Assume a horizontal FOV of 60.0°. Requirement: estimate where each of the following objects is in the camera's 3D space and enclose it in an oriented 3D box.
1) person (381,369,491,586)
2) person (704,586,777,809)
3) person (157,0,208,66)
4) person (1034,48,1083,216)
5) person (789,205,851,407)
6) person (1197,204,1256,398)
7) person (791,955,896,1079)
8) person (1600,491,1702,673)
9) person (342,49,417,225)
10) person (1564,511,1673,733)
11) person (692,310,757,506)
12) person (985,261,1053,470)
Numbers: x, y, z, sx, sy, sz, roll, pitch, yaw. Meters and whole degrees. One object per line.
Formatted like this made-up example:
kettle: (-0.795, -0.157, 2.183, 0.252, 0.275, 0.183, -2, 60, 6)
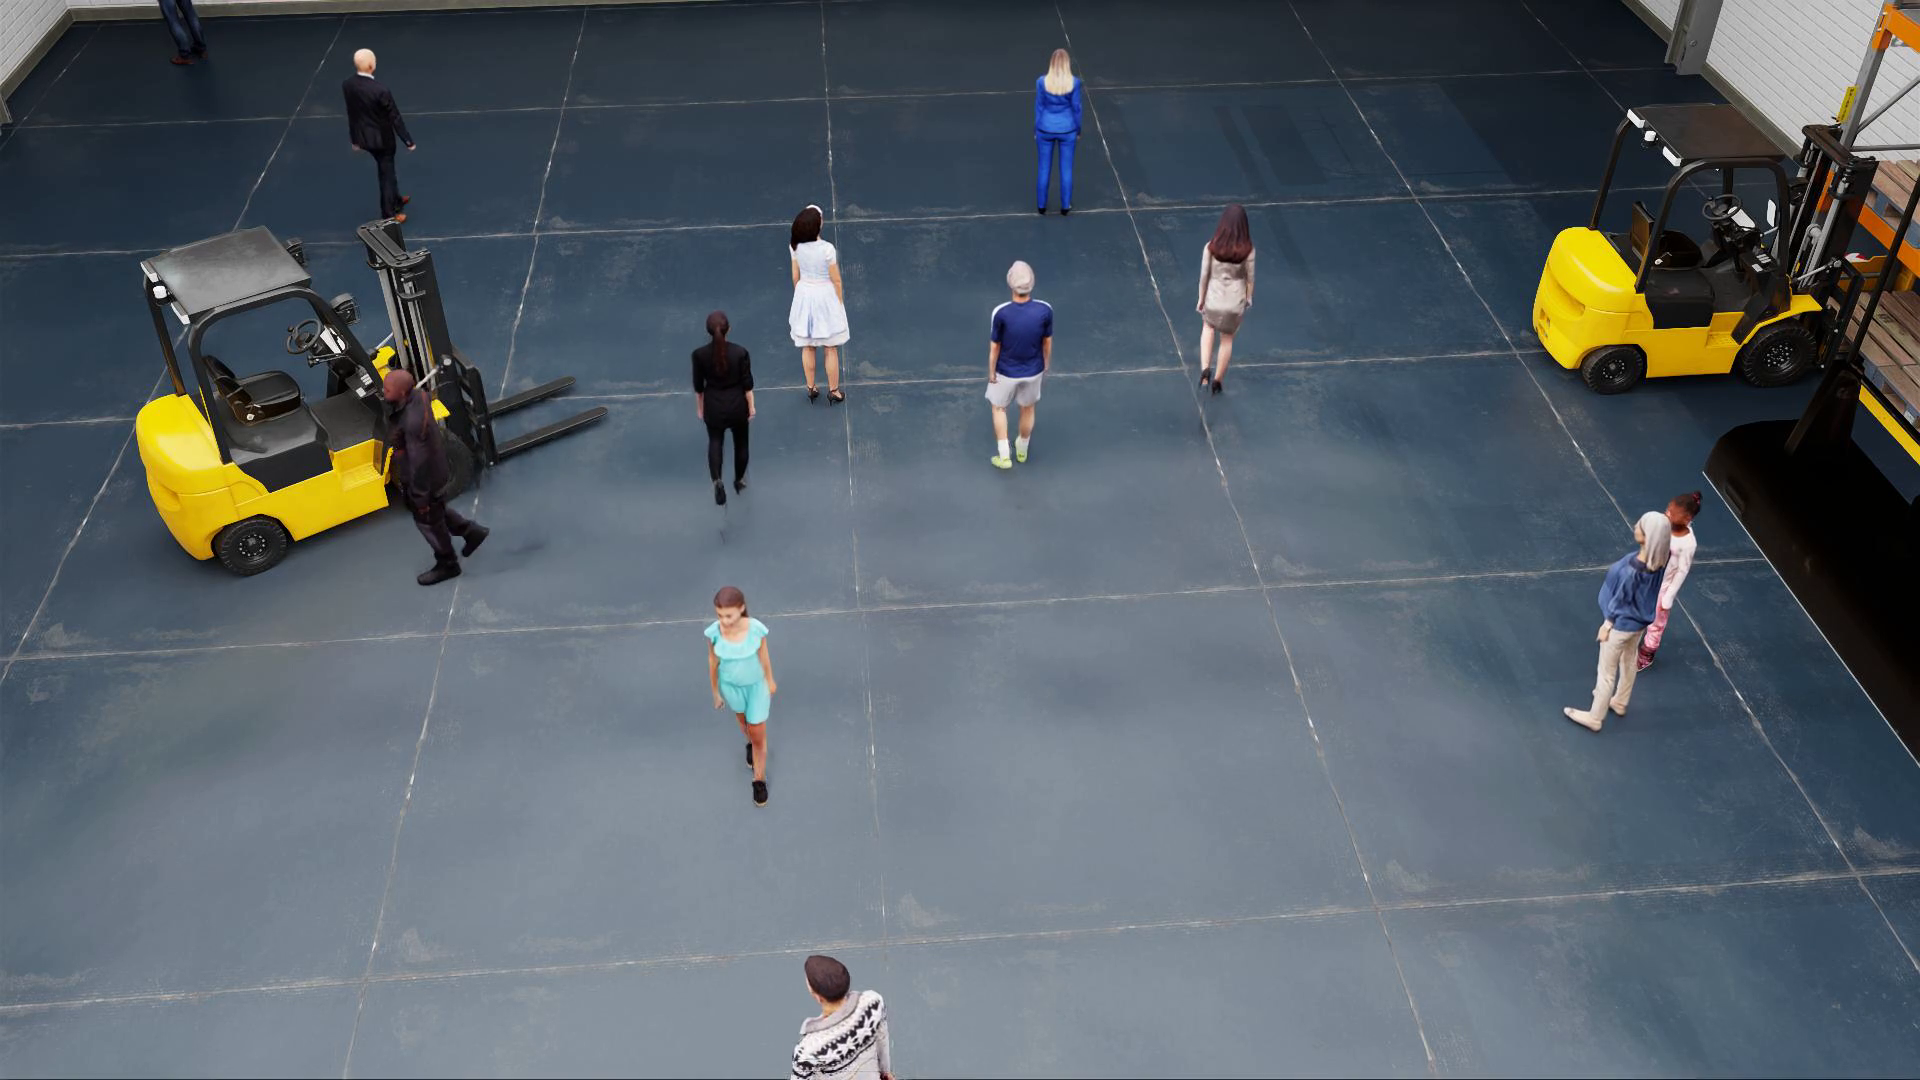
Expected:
person: (-3.740, -0.484, 11.914, 0.857, 1.811, 0.824, -11, 40, -13)
person: (-1.356, 0.849, 10.465, 0.606, 1.535, 0.886, 0, 39, 1)
person: (-9.240, -6.521, 19.396, 0.898, 1.908, 0.766, 16, 41, 19)
person: (0.959, -4.022, 16.433, 0.651, 1.699, 0.593, 3, 39, 3)
person: (-1.169, -1.915, 13.699, 0.811, 1.818, 0.848, 11, 40, 13)
person: (2.183, -1.918, 13.770, 0.681, 1.734, 0.698, 10, 40, 12)
person: (-0.518, 2.679, 7.937, 1.150, 1.831, 1.073, 31, 48, 33)
person: (4.743, 0.254, 11.284, 0.655, 1.443, 0.515, -13, 41, -16)
person: (-5.706, -3.851, 16.151, 0.927, 1.784, 0.997, 14, 41, 17)
person: (4.319, 0.520, 10.747, 0.710, 1.698, 0.739, -27, 46, -30)
person: (-1.779, -0.943, 12.619, 0.638, 1.647, 0.832, 0, 39, 0)
person: (0.475, -1.306, 12.928, 0.682, 1.830, 0.759, -5, 39, -7)
